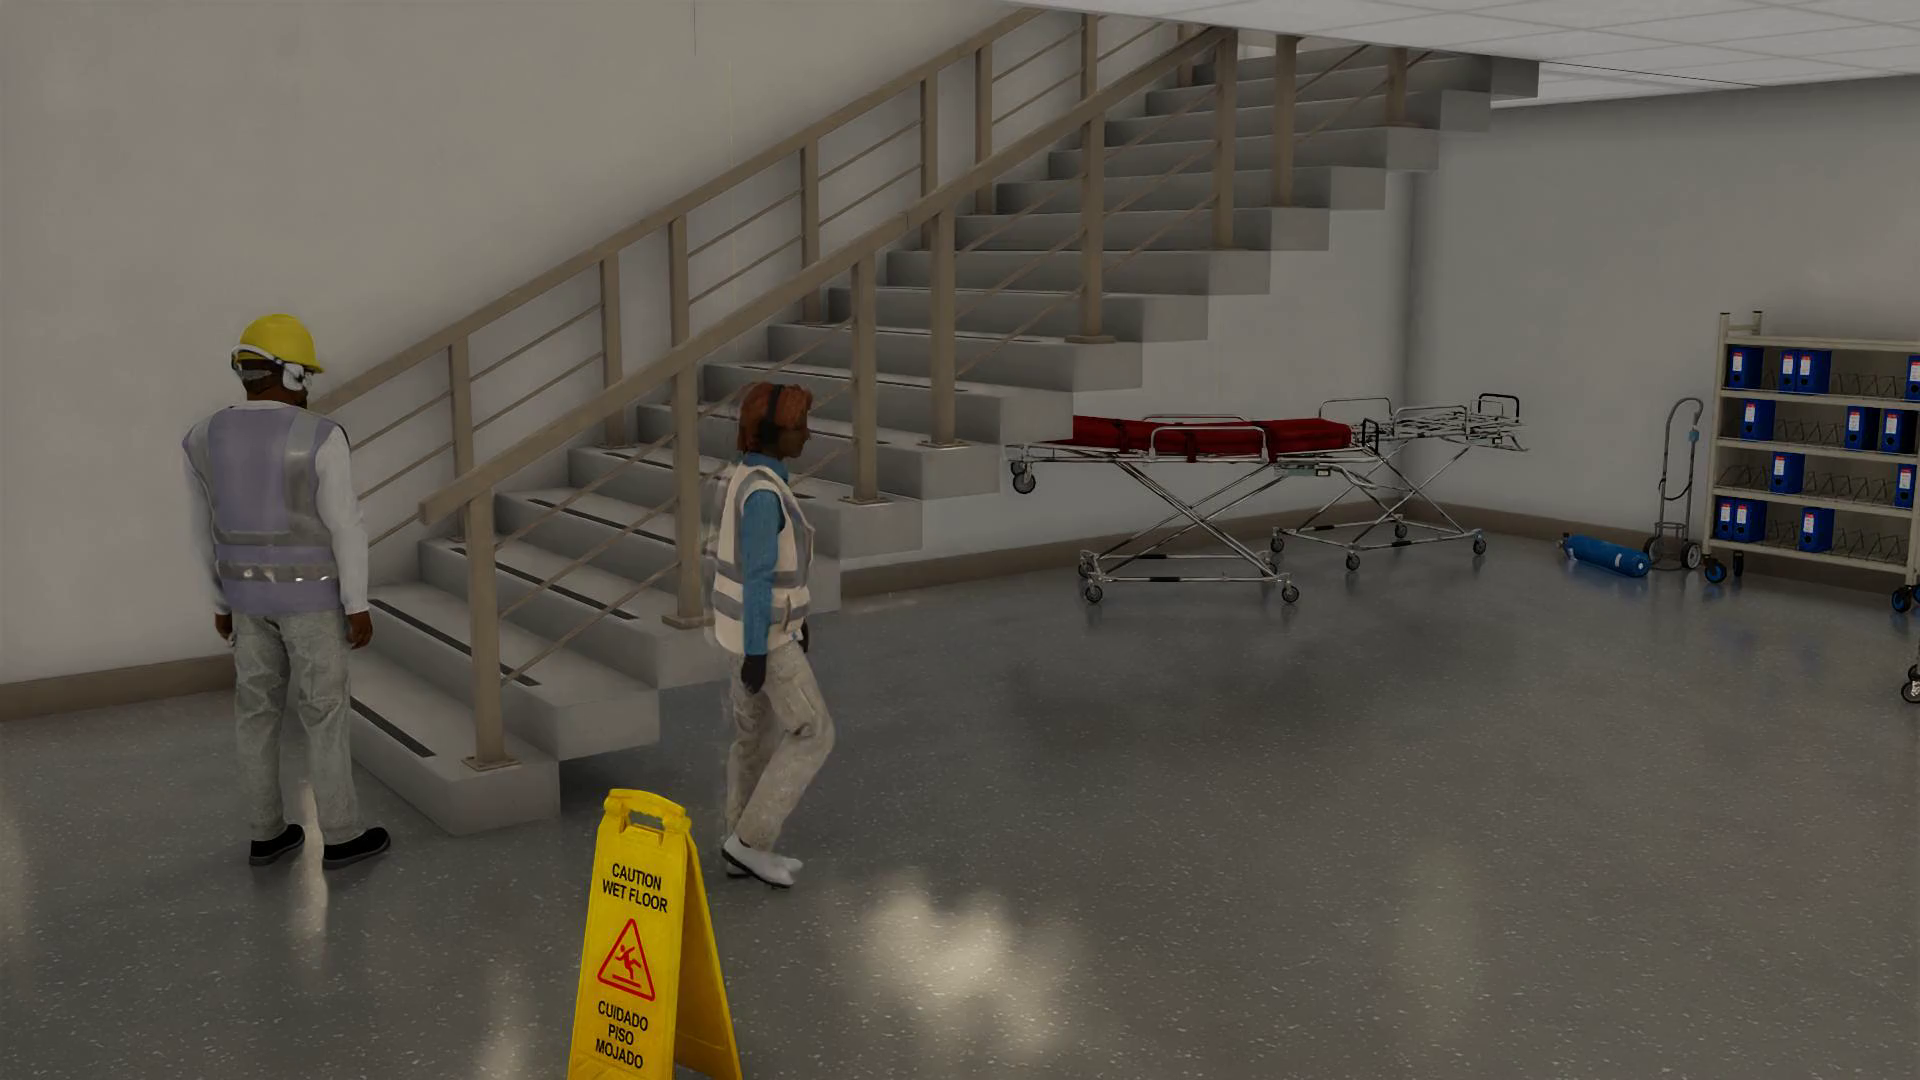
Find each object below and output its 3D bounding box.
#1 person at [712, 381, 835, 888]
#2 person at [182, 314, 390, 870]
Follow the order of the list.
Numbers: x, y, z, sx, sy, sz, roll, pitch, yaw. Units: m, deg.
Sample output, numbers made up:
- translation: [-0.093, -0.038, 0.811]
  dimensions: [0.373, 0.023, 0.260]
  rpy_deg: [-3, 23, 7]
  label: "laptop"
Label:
- translation: [-0.594, 0.311, 5.261]
  dimensions: [0.380, 1.626, 0.531]
  rpy_deg: [-3, 10, -15]
  label: "person"
- translation: [-2.190, 0.179, 5.446]
  dimensions: [0.588, 1.822, 0.403]
  rpy_deg: [2, 10, 11]
  label: "person"
